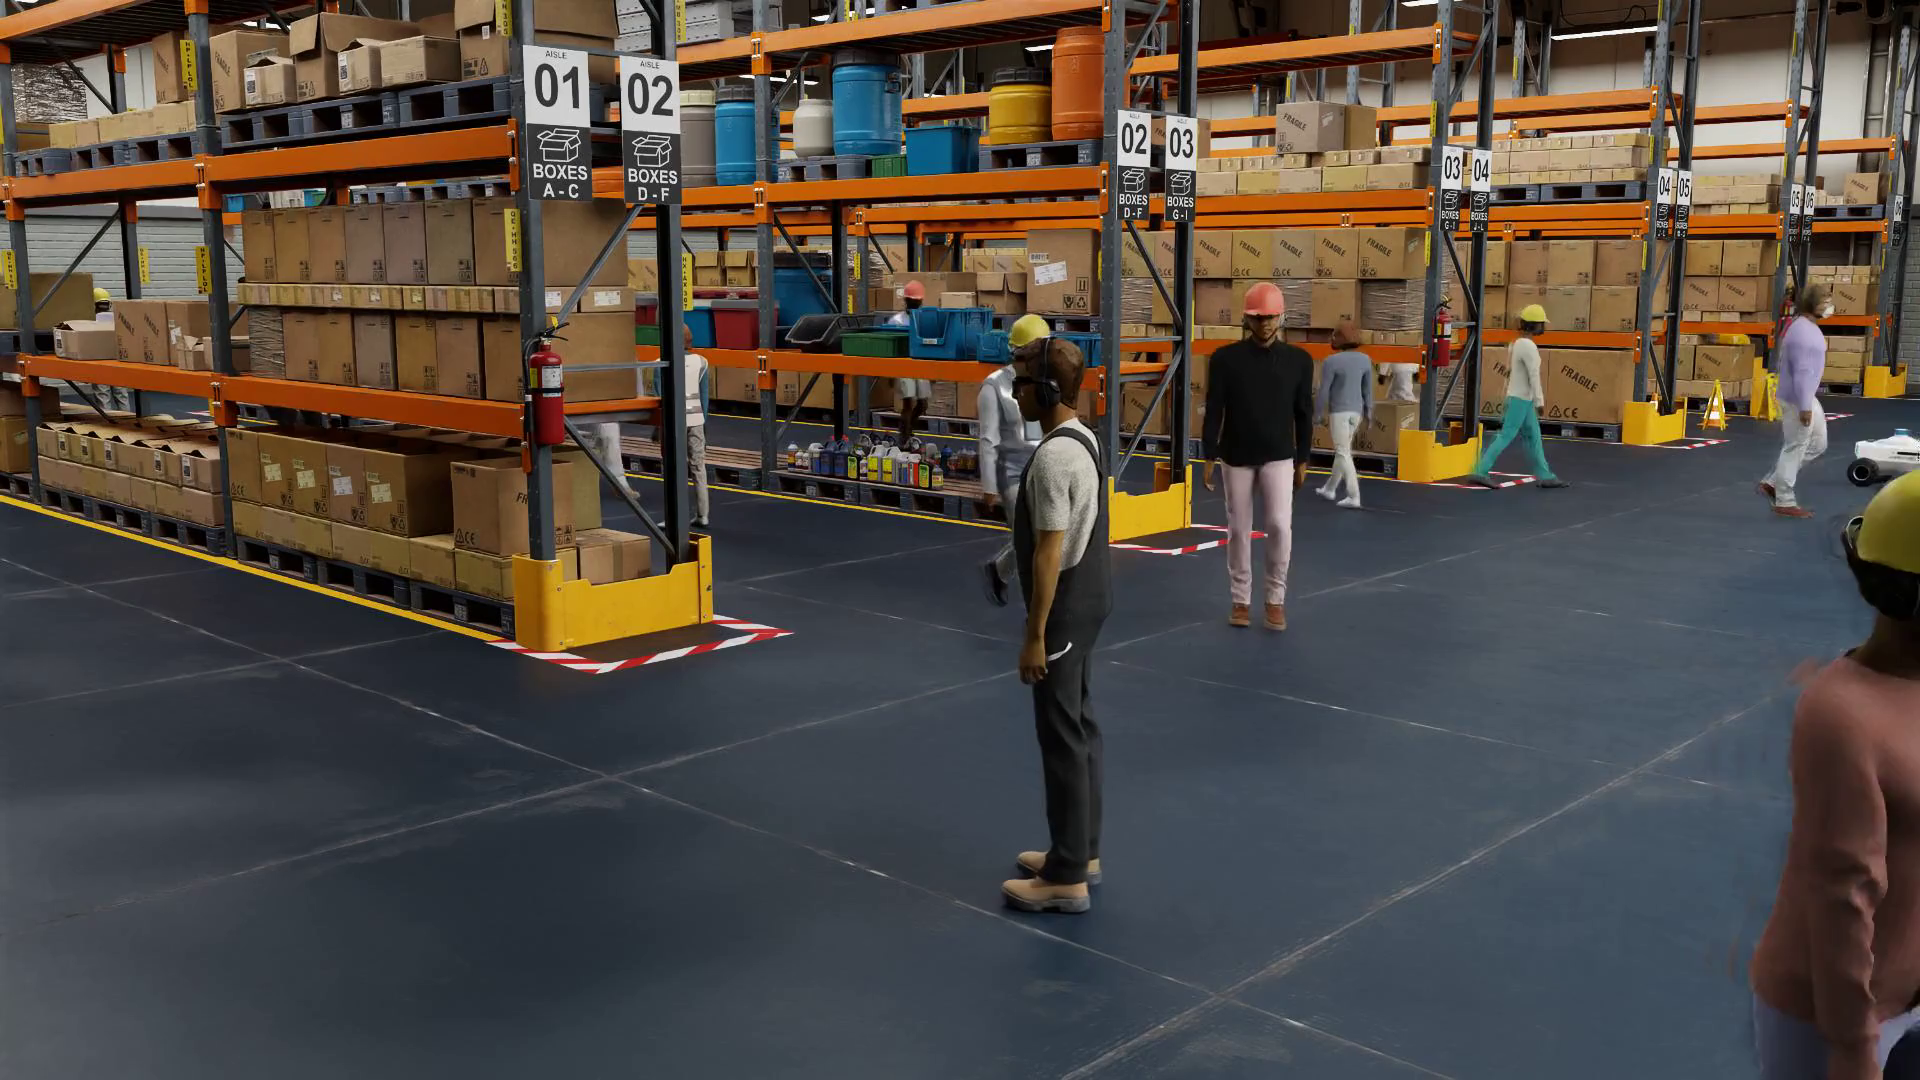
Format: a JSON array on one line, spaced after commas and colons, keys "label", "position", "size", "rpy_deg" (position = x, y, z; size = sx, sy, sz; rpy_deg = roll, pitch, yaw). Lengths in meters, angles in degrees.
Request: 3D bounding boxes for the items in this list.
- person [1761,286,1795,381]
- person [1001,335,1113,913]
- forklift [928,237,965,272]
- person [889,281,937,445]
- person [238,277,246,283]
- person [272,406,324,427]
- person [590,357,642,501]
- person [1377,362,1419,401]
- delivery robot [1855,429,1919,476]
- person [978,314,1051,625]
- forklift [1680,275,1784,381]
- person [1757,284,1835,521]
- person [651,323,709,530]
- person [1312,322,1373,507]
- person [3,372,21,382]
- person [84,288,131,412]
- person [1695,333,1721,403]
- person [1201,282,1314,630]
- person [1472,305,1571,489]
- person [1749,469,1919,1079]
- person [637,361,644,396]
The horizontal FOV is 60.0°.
[{"label": "person", "position": [12.244, -2.877, 24.757], "size": [0.915, 1.808, 0.641], "rpy_deg": [8, 13, 42]}, {"label": "person", "position": [0.323, 0.263, 5.394], "size": [0.334, 1.841, 0.503], "rpy_deg": [2, 10, 14]}, {"label": "forklift", "position": [-0.326, -5.817, 39.609], "size": [1.129, 2.768, 1.873], "rpy_deg": [9, 13, 43]}, {"label": "person", "position": [-0.554, -1.894, 18.347], "size": [0.572, 1.924, 0.651], "rpy_deg": [-5, 10, -27]}, {"label": "person", "position": [-12.038, -3.497, 28.193], "size": [0.379, 1.917, 0.597], "rpy_deg": [-1, 9, -6]}, {"label": "person", "position": [-6.231, -1.456, 15.495], "size": [0.496, 1.978, 0.620], "rpy_deg": [8, 12, 42]}, {"label": "person", "position": [-3.233, -1.287, 15.036], "size": [0.938, 1.803, 0.615], "rpy_deg": [6, 11, 34]}, {"label": "person", "position": [4.895, -1.934, 18.827], "size": [0.911, 1.840, 0.604], "rpy_deg": [7, 11, 35]}, {"label": "delivery robot", "position": [8.887, -0.810, 15.733], "size": [0.477, 0.478, 0.707], "rpy_deg": [-9, 13, -43]}, {"label": "person", "position": [0.331, -0.375, 9.414], "size": [0.631, 1.798, 0.740], "rpy_deg": [-7, 11, -35]}, {"label": "forklift", "position": [12.480, -3.427, 27.053], "size": [1.214, 2.155, 2.313], "rpy_deg": [9, 13, 43]}, {"label": "person", "position": [6.914, -1.123, 13.632], "size": [0.427, 1.926, 0.647], "rpy_deg": [6, 11, 32]}, {"label": "person", "position": [-2.192, -0.899, 13.119], "size": [0.521, 1.638, 0.307], "rpy_deg": [-9, 13, -43]}, {"label": "person", "position": [3.314, -1.102, 14.513], "size": [0.519, 1.590, 0.776], "rpy_deg": [-5, 10, -27]}, {"label": "person", "position": [-13.895, -2.807, 24.120], "size": [0.307, 1.868, 0.533], "rpy_deg": [7, 12, 38]}, {"label": "person", "position": [-9.902, -2.000, 19.282], "size": [0.403, 1.830, 0.600], "rpy_deg": [5, 11, 29]}, {"label": "person", "position": [11.515, -3.059, 25.518], "size": [0.490, 1.913, 0.695], "rpy_deg": [4, 10, 25]}, {"label": "person", "position": [1.682, -0.463, 9.441], "size": [0.631, 1.973, 0.626], "rpy_deg": [2, 9, 10]}, {"label": "person", "position": [5.236, -1.323, 15.478], "size": [0.905, 1.723, 0.541], "rpy_deg": [2, 9, 9]}, {"label": "person", "position": [1.482, 0.748, 2.698], "size": [0.533, 1.754, 0.411], "rpy_deg": [-6, 11, -34]}, {"label": "person", "position": [-4.773, -2.690, 23.371], "size": [0.983, 1.878, 0.600], "rpy_deg": [9, 13, 43]}]
